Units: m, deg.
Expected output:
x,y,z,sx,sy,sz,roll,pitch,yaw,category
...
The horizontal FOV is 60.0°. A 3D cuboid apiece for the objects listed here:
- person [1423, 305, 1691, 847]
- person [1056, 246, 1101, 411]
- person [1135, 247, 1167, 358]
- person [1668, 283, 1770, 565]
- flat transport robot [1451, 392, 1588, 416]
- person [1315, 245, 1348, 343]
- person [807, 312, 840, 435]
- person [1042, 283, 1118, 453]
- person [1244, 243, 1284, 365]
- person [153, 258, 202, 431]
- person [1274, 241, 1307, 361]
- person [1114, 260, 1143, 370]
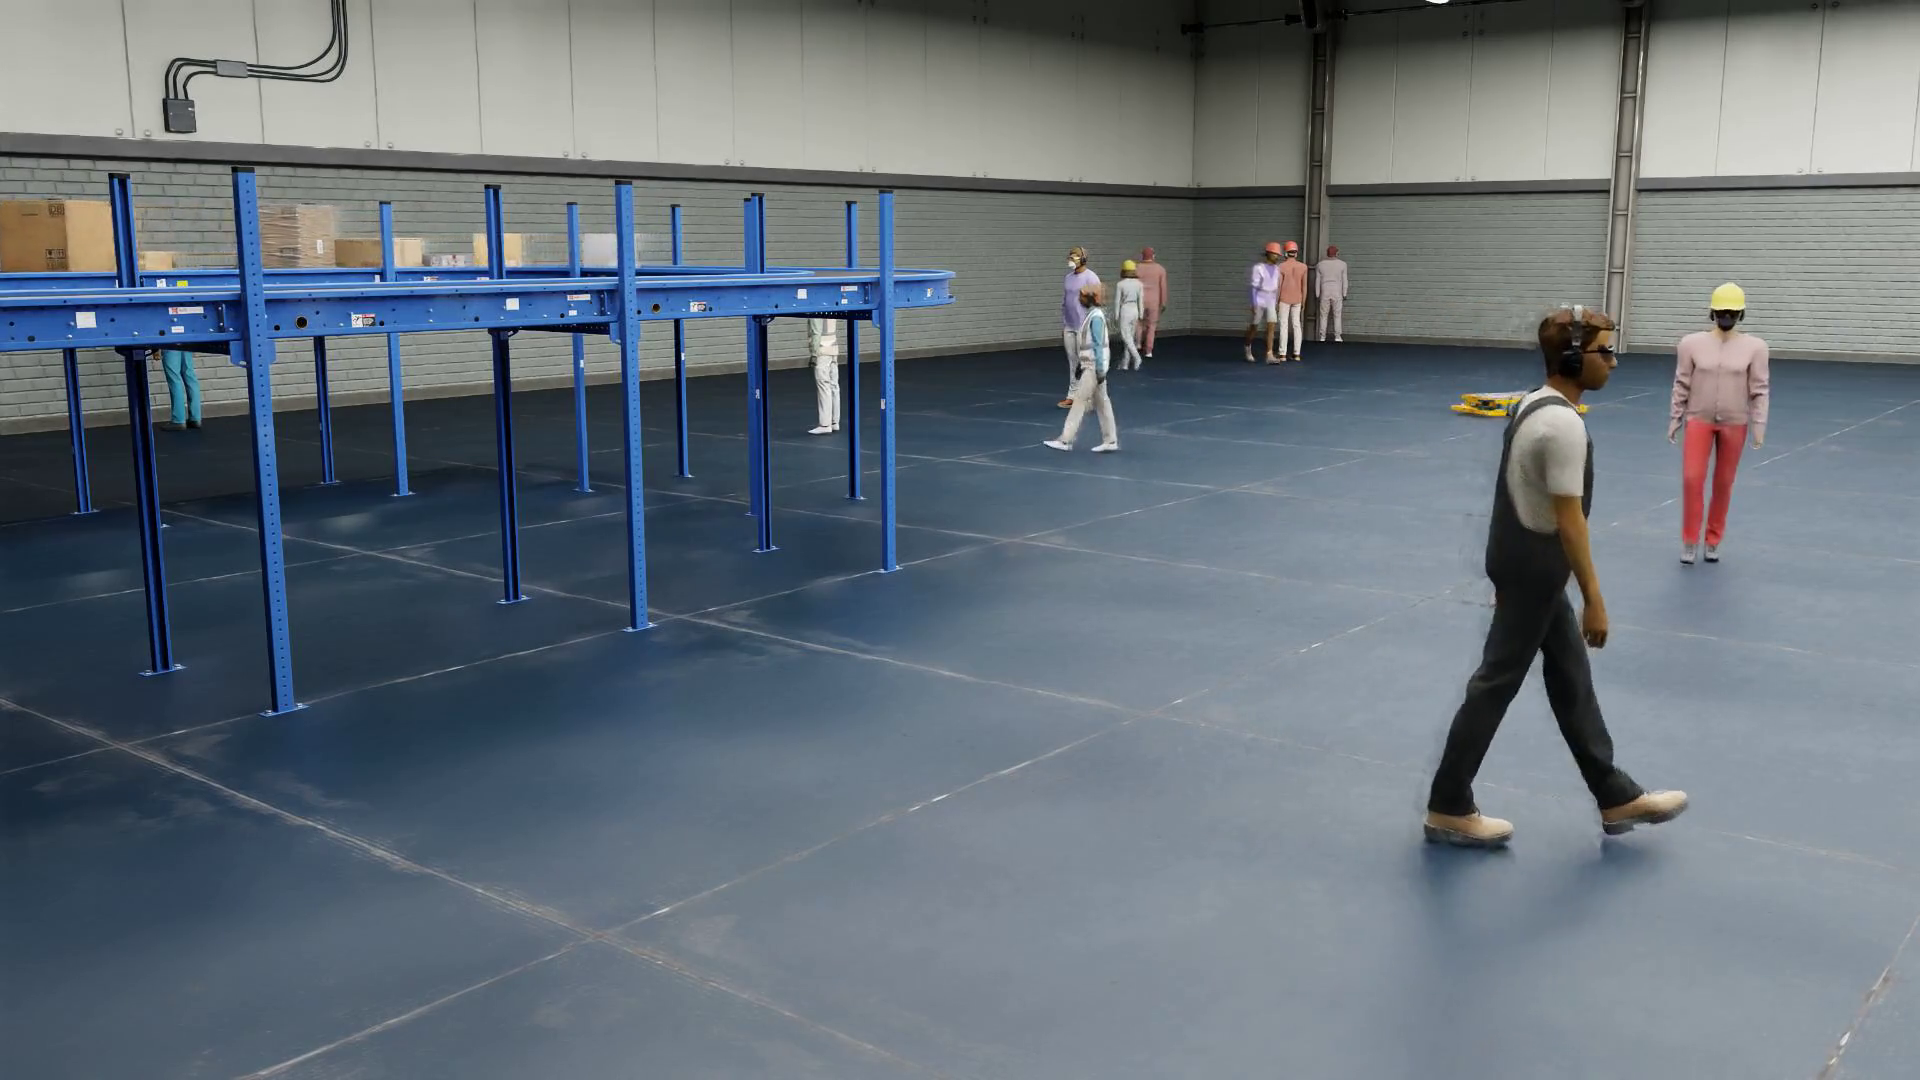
x,y,z,sx,sy,sz,roll,pitch,yaw,category
2.008,0.143,5.469,0.937,1.795,0.528,2,10,12,person
1.421,-2.529,19.896,0.366,1.939,0.635,-7,12,-33,person
3.228,-4.085,28.628,0.664,1.891,0.435,3,11,15,person
4.693,-0.703,10.295,0.553,1.736,0.739,4,11,22,person
6.561,-1.604,19.511,1.431,0.197,0.652,-4,11,-19,flat transport robot
7.363,-4.875,32.983,0.639,1.908,0.409,3,11,17,person
-1.429,-1.923,17.373,0.315,1.636,0.514,4,11,20,person
1.150,-1.619,15.776,0.805,1.604,0.538,0,10,0,person
5.002,-3.905,27.442,0.650,1.980,1.047,-4,11,-22,person
-8.368,-2.099,17.770,0.372,1.843,0.570,3,11,17,person
5.538,-4.019,27.992,0.624,1.993,0.385,-4,11,-19,person
2.653,-3.497,25.879,0.492,1.719,0.774,-5,11,-26,person
